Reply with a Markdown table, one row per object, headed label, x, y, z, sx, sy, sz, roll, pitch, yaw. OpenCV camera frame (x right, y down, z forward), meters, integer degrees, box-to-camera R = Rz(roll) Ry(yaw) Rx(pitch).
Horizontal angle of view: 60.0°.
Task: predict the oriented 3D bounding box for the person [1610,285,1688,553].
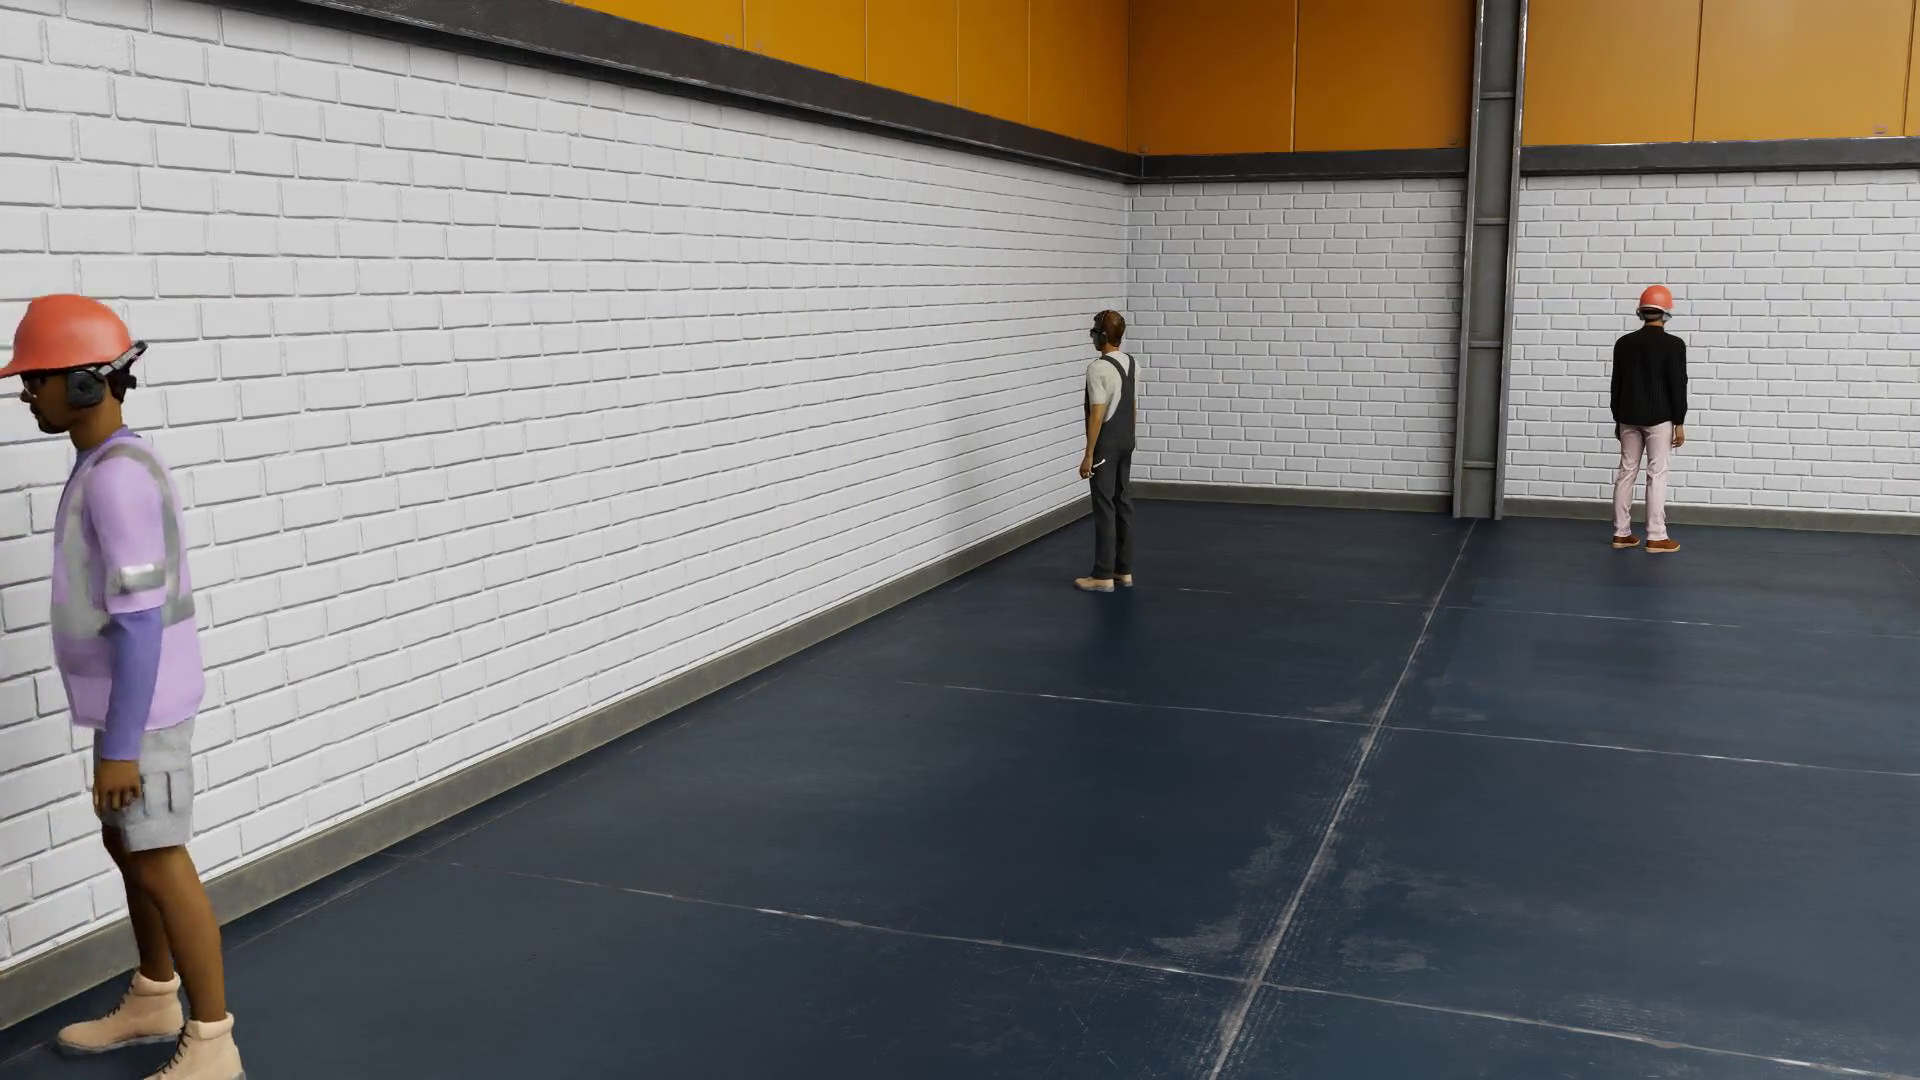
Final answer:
| label | x | y | z | sx | sy | sz | roll | pitch | yaw |
| --- | --- | --- | --- | --- | --- | --- | --- | --- | --- |
| person | 5.168 | -0.905 | 12.477 | 0.374 | 1.997 | 0.613 | -6 | 11 | -33 |

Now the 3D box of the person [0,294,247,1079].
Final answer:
| label | x | y | z | sx | sy | sz | roll | pitch | yaw |
| --- | --- | --- | --- | --- | --- | --- | --- | --- | --- |
| person | -2.116 | 0.401 | 4.179 | 0.395 | 2.039 | 0.613 | -5 | 10 | -30 |

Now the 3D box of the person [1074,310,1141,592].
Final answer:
| label | x | y | z | sx | sy | sz | roll | pitch | yaw |
| --- | --- | --- | --- | --- | --- | --- | --- | --- | --- |
| person | 0.972 | -0.582 | 10.928 | 0.345 | 1.846 | 0.508 | 7 | 12 | 39 |
